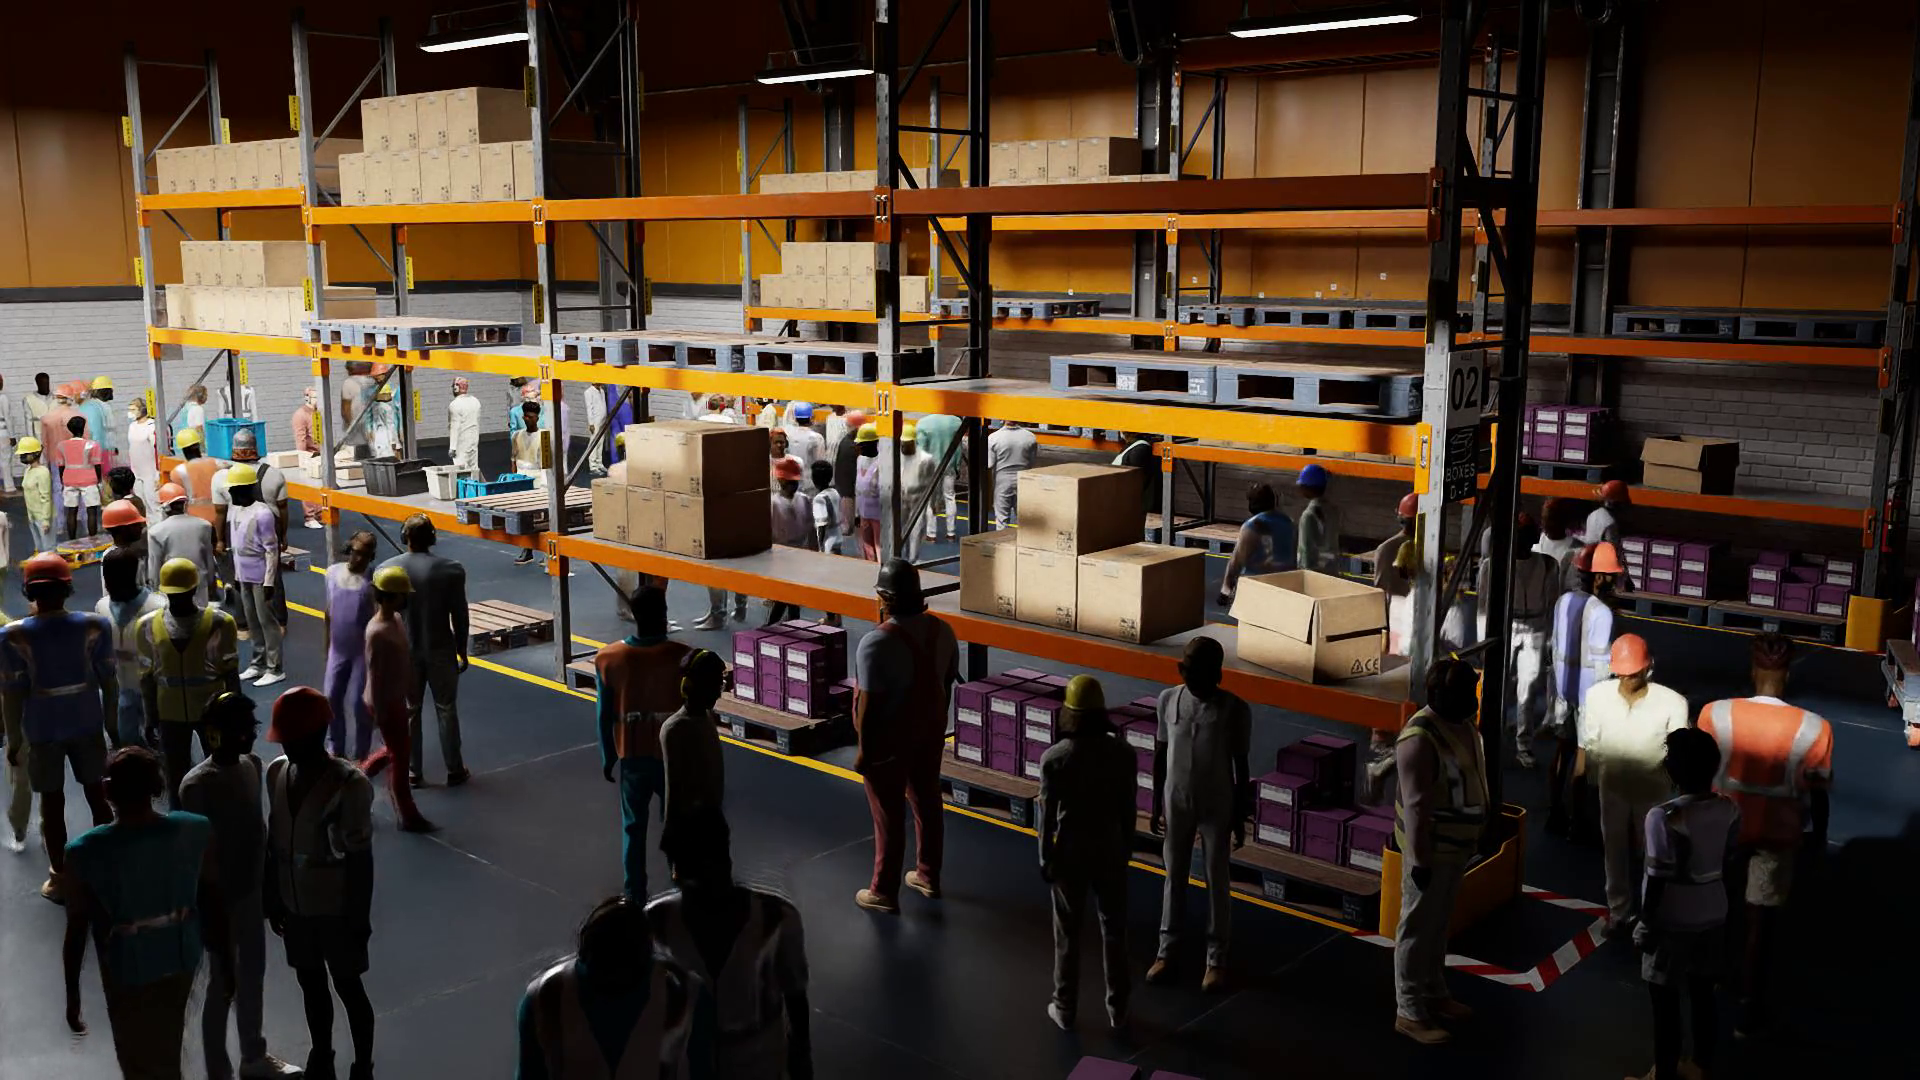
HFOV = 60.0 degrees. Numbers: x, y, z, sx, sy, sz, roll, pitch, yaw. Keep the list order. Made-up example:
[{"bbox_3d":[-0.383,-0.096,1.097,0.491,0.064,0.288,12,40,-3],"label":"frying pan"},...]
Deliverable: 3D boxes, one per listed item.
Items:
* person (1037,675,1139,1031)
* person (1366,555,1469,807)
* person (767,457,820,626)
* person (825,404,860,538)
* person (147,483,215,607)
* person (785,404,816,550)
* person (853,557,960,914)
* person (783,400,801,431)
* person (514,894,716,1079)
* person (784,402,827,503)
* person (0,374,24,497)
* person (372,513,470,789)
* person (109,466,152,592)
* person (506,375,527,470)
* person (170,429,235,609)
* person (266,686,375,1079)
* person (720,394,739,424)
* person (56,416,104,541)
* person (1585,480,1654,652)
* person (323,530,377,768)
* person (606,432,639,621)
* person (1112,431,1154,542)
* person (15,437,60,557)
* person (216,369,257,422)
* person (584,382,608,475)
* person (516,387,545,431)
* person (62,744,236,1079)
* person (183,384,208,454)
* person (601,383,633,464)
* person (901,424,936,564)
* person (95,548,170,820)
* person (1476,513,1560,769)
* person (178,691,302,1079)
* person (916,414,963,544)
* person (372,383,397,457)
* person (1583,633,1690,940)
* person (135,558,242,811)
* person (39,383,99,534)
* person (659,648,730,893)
[{"bbox_3d":[0.617,1.505,8.057,0.498,1.731,0.342,-1,10,-6],"label":"person"},{"bbox_3d":[2.999,0.984,10.727,0.520,1.842,0.717,-7,12,-35],"label":"person"},{"bbox_3d":[-1.560,0.177,15.136,0.998,1.888,0.565,10,14,43],"label":"person"},{"bbox_3d":[-1.555,-1.010,21.622,0.602,1.963,0.368,9,14,42],"label":"person"},{"bbox_3d":[-6.765,0.369,14.453,0.349,1.743,0.572,9,14,42],"label":"person"},{"bbox_3d":[-1.782,-0.741,20.349,0.718,1.871,0.683,-8,13,-37],"label":"person"},{"bbox_3d":[-0.368,1.094,9.505,0.683,2.000,0.538,-9,14,-42],"label":"person"},{"bbox_3d":[-2.408,-1.394,23.890,0.370,1.926,0.594,-2,10,-13],"label":"person"},{"bbox_3d":[-1.118,1.945,5.449,0.646,1.793,0.993,-1,10,-6],"label":"person"},{"bbox_3d":[-1.834,-0.666,19.710,0.605,1.951,0.380,5,11,24],"label":"person"},{"bbox_3d":[-14.470,-1.578,25.061,0.573,1.883,0.355,3,11,19],"label":"person"},{"bbox_3d":[-3.739,0.775,11.596,0.629,1.940,0.376,-2,10,-9],"label":"person"},{"bbox_3d":[-7.927,0.134,15.936,0.322,1.691,0.533,-1,10,-8],"label":"person"},{"bbox_3d":[-7.419,-2.031,28.052,0.489,1.733,0.317,2,10,10],"label":"person"},{"bbox_3d":[-7.836,-0.211,17.267,0.632,1.902,0.470,-9,13,-41],"label":"person"},{"bbox_3d":[-2.778,1.561,7.192,0.543,1.929,0.386,4,11,23],"label":"person"},{"bbox_3d":[-3.421,-1.324,24.446,0.343,1.625,0.556,-3,11,-19],"label":"person"},{"bbox_3d":[-10.910,-0.694,20.639,0.544,1.689,0.328,0,10,-2],"label":"person"},{"bbox_3d":[5.842,0.298,14.974,0.938,1.688,0.569,2,10,9],"label":"person"},{"bbox_3d":[-4.306,0.801,11.847,0.598,1.793,0.416,2,10,11],"label":"person"},{"bbox_3d":[-3.354,-0.138,16.946,0.358,1.889,0.758,-8,13,-36],"label":"person"},{"bbox_3d":[1.837,-0.425,18.092,0.535,2.000,0.674,1,10,4],"label":"person"},{"bbox_3d":[-9.843,-0.226,17.771,0.527,1.761,0.340,9,13,42],"label":"person"},{"bbox_3d":[-11.382,-1.782,26.218,0.574,1.881,0.357,-5,11,-24],"label":"person"},{"bbox_3d":[-6.018,-1.970,27.627,0.322,1.755,0.563,2,10,12],"label":"person"},{"bbox_3d":[-5.683,-1.098,22.280,0.651,1.906,0.403,3,11,18],"label":"person"},{"bbox_3d":[-3.211,1.725,6.623,0.600,1.808,0.903,-10,14,-44],"label":"person"},{"bbox_3d":[-10.834,-1.301,23.668,0.377,1.823,0.553,-8,13,-38],"label":"person"},{"bbox_3d":[-5.632,-2.164,27.928,0.689,2.000,0.538,6,12,32],"label":"person"},{"bbox_3d":[-0.577,-0.455,19.008,0.612,1.790,0.922,2,10,12],"label":"person"},{"bbox_3d":[-5.230,0.991,10.532,0.620,1.889,0.780,2,10,14],"label":"person"},{"bbox_3d":[4.025,0.732,12.030,0.585,1.877,0.359,0,10,2],"label":"person"},{"bbox_3d":[-3.187,1.569,7.330,0.333,1.864,0.505,2,10,13],"label":"person"},{"bbox_3d":[-0.265,-0.915,21.156,0.631,1.940,0.372,-4,11,-21],"label":"person"},{"bbox_3d":[-8.603,-1.488,24.945,0.487,1.744,0.294,9,13,41],"label":"person"},{"bbox_3d":[3.709,1.323,9.126,0.571,1.721,0.603,8,13,39],"label":"person"},{"bbox_3d":[-4.689,1.045,10.148,0.583,1.918,0.407,-2,10,-11],"label":"person"},{"bbox_3d":[-11.726,-1.071,21.882,0.623,1.991,0.395,-1,10,-7],"label":"person"},{"bbox_3d":[-1.258,1.436,8.074,0.328,1.865,0.520,2,10,12],"label":"person"}]
